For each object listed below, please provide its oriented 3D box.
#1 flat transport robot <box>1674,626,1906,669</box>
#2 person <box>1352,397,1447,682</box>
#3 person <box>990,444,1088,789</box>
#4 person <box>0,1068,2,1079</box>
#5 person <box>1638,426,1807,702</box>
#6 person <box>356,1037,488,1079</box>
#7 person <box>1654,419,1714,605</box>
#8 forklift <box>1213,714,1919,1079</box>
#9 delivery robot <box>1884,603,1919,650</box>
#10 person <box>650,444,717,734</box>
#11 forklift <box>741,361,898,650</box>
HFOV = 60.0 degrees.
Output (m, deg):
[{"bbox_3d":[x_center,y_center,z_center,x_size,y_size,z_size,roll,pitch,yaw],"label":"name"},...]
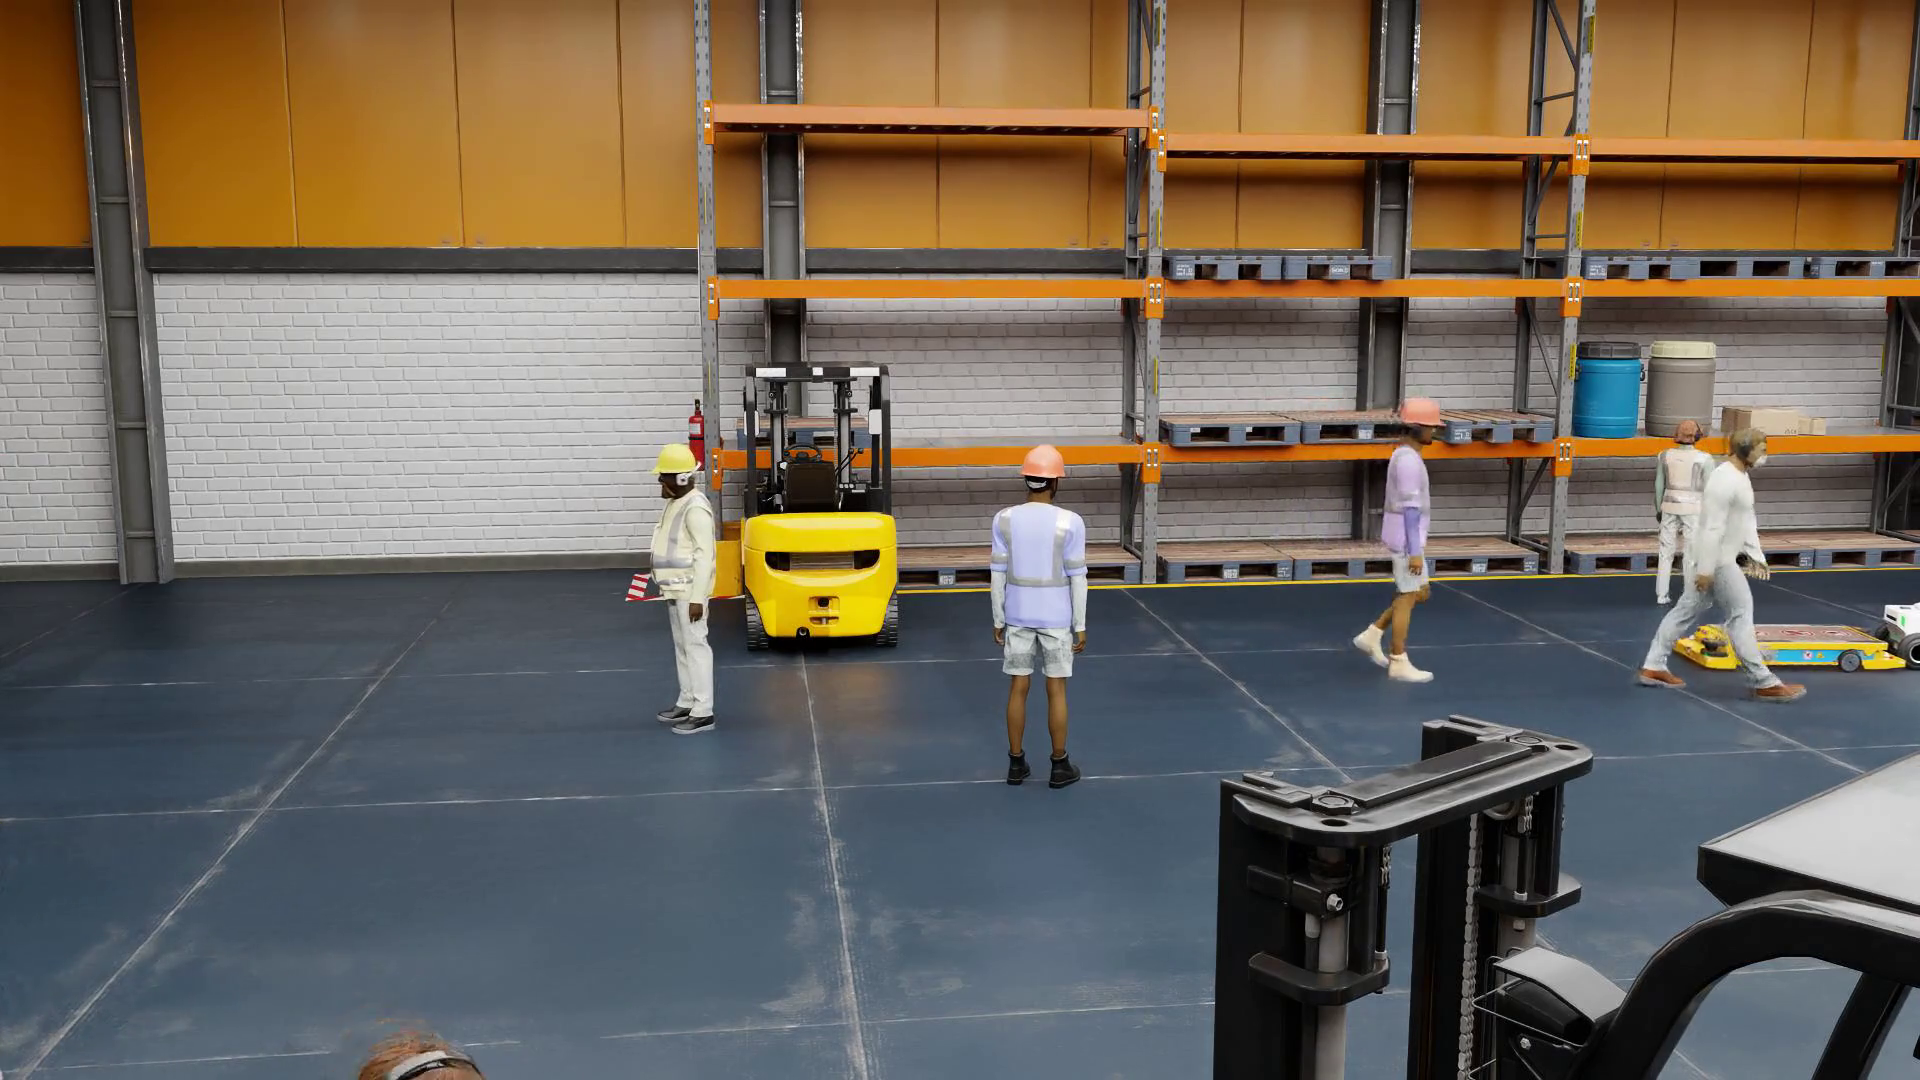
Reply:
[{"bbox_3d":[6.124,0.784,12.336,1.431,0.197,0.652,0,9,1],"label":"flat transport robot"},{"bbox_3d":[3.144,0.005,11.737,0.507,2.031,0.625,3,9,15],"label":"person"},{"bbox_3d":[0.453,0.429,9.365,0.553,1.935,0.364,3,10,18],"label":"person"},{"bbox_3d":[-2.134,1.448,3.594,0.534,1.755,0.512,7,12,38],"label":"person"},{"bbox_3d":[5.199,0.151,11.312,1.051,1.876,0.653,5,10,27],"label":"person"},{"bbox_3d":[-0.883,1.589,2.582,0.674,1.800,0.777,-2,9,-10],"label":"person"},{"bbox_3d":[6.246,-0.223,14.363,0.309,1.640,0.512,-8,12,-41],"label":"person"},{"bbox_3d":[1.441,1.425,2.350,1.214,2.155,2.313,-7,12,-39],"label":"forklift"},{"bbox_3d":[7.225,0.611,12.239,0.707,0.478,0.477,1,9,7],"label":"delivery robot"},{"bbox_3d":[-1.745,0.302,10.494,0.404,1.827,0.600,-4,10,-24],"label":"person"},{"bbox_3d":[-1.154,-0.340,13.365,1.214,2.155,2.313,-1,9,-7],"label":"forklift"}]
